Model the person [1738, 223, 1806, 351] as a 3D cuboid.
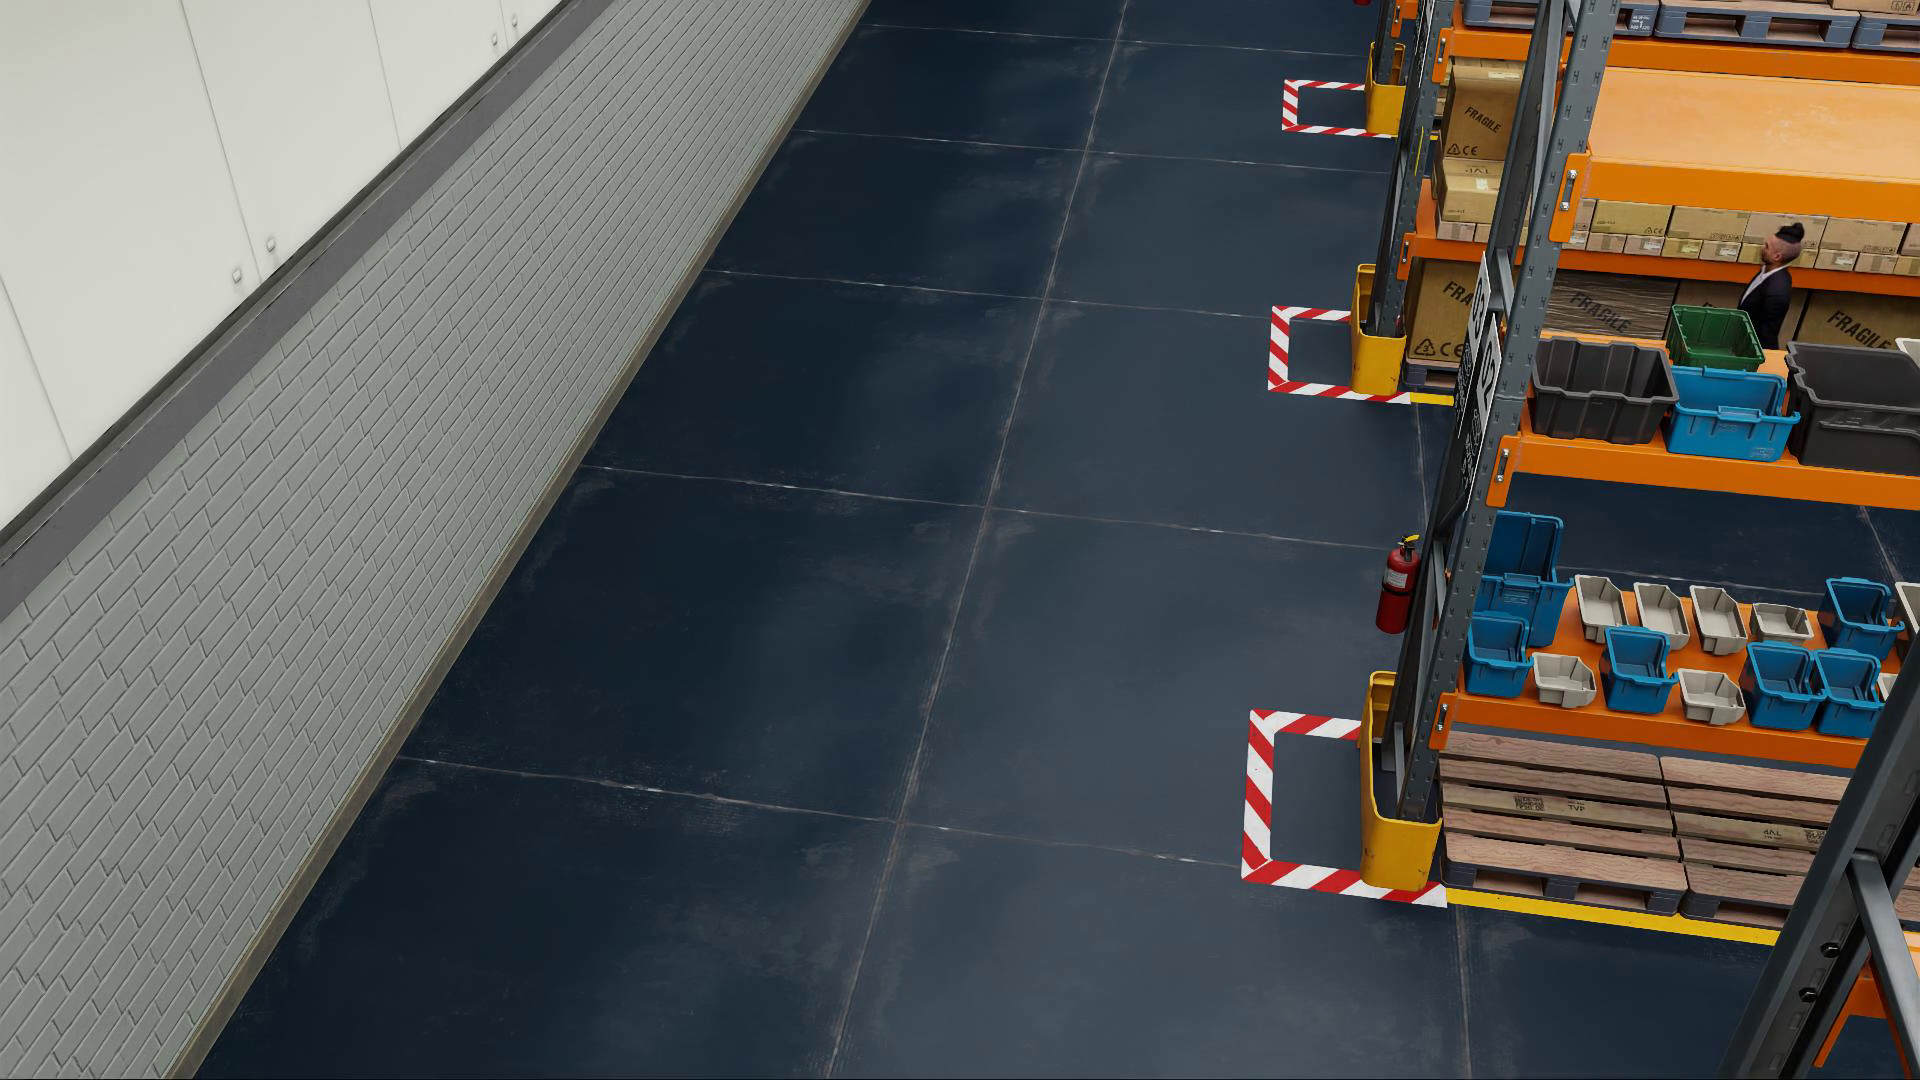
[{"bbox_3d":[5.389,-1.278,11.306,0.617,1.955,0.718,10,38,13],"label":"person"}]
